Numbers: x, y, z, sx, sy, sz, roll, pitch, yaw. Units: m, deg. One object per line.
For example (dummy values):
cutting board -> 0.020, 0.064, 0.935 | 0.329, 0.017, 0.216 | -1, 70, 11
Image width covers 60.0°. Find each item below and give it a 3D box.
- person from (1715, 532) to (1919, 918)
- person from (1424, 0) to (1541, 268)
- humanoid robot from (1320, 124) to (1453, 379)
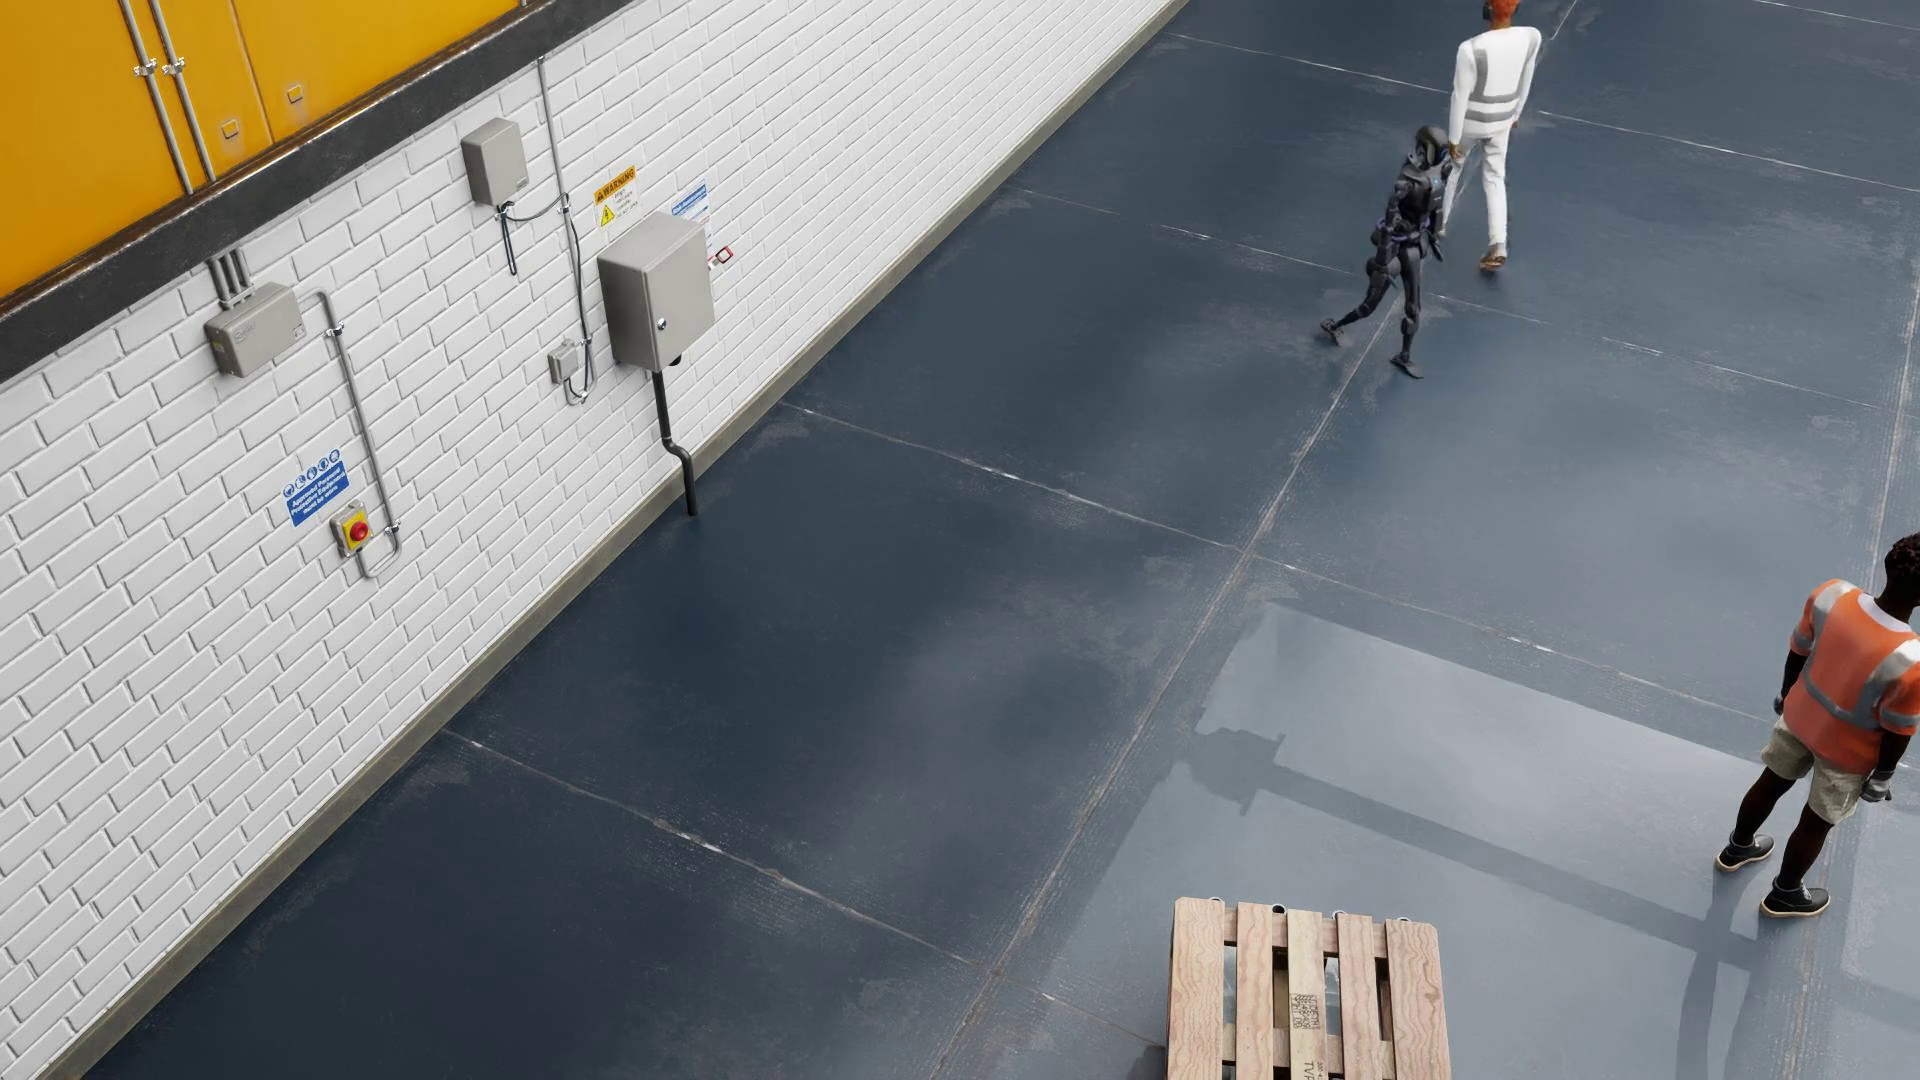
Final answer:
person -> 3.515, 0.754, 6.666 | 0.367, 1.966, 0.602 | -14, 43, -15
person -> 3.399, -2.671, 10.730 | 0.582, 1.853, 0.901 | -6, 41, -7
humanoid robot -> 2.581, -1.764, 9.841 | 0.602, 1.631, 0.722 | -29, 48, -29
